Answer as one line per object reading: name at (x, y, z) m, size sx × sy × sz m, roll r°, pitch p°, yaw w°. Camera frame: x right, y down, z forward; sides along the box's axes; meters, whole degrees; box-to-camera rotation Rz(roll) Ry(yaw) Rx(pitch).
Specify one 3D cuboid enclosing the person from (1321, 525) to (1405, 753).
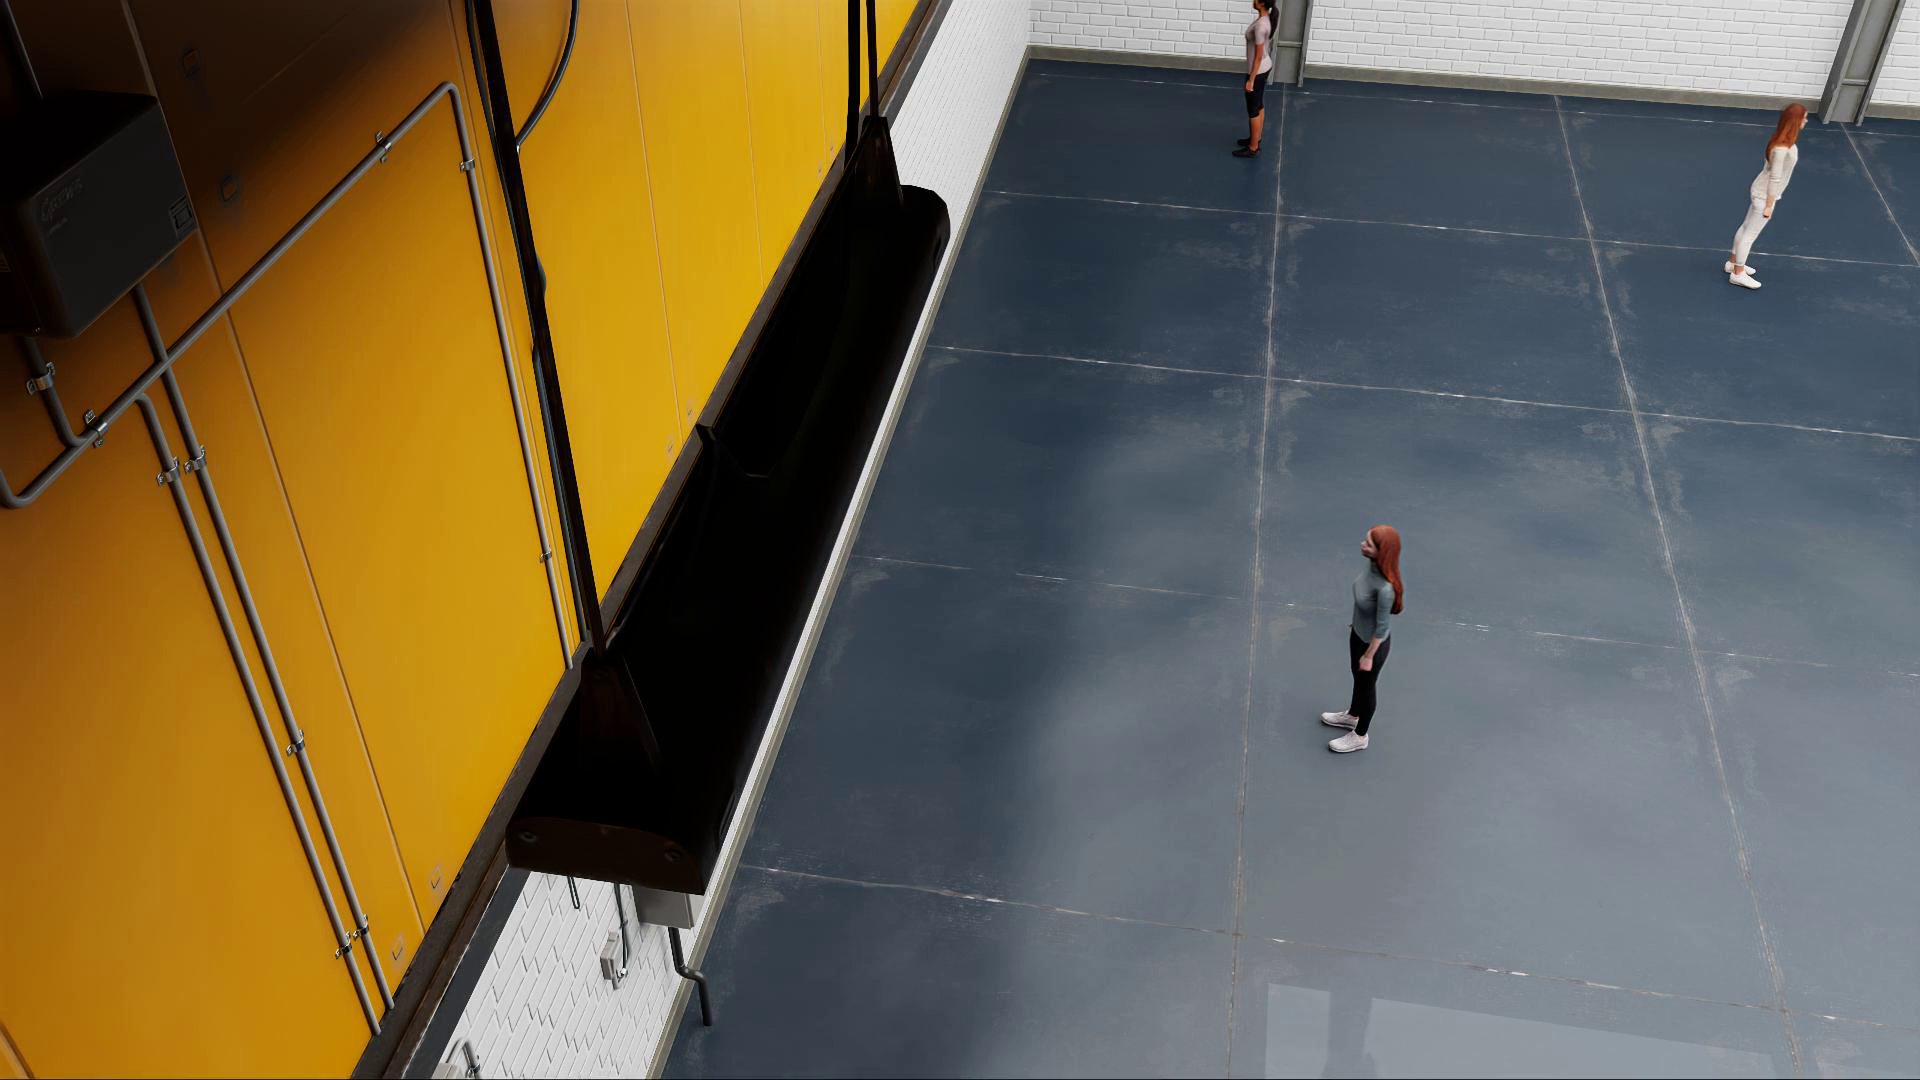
person at (2.518, 0.611, 10.275) m, size 0.550 × 1.742 × 0.590 m, roll 2°, pitch 39°, yaw 3°

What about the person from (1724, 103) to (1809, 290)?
person at (7.245, -3.119, 14.970) m, size 0.589 × 1.711 × 0.645 m, roll 12°, pitch 40°, yaw 15°

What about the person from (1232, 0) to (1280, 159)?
person at (3.050, -4.790, 17.035) m, size 0.584 × 1.747 × 0.644 m, roll 13°, pitch 40°, yaw 15°
